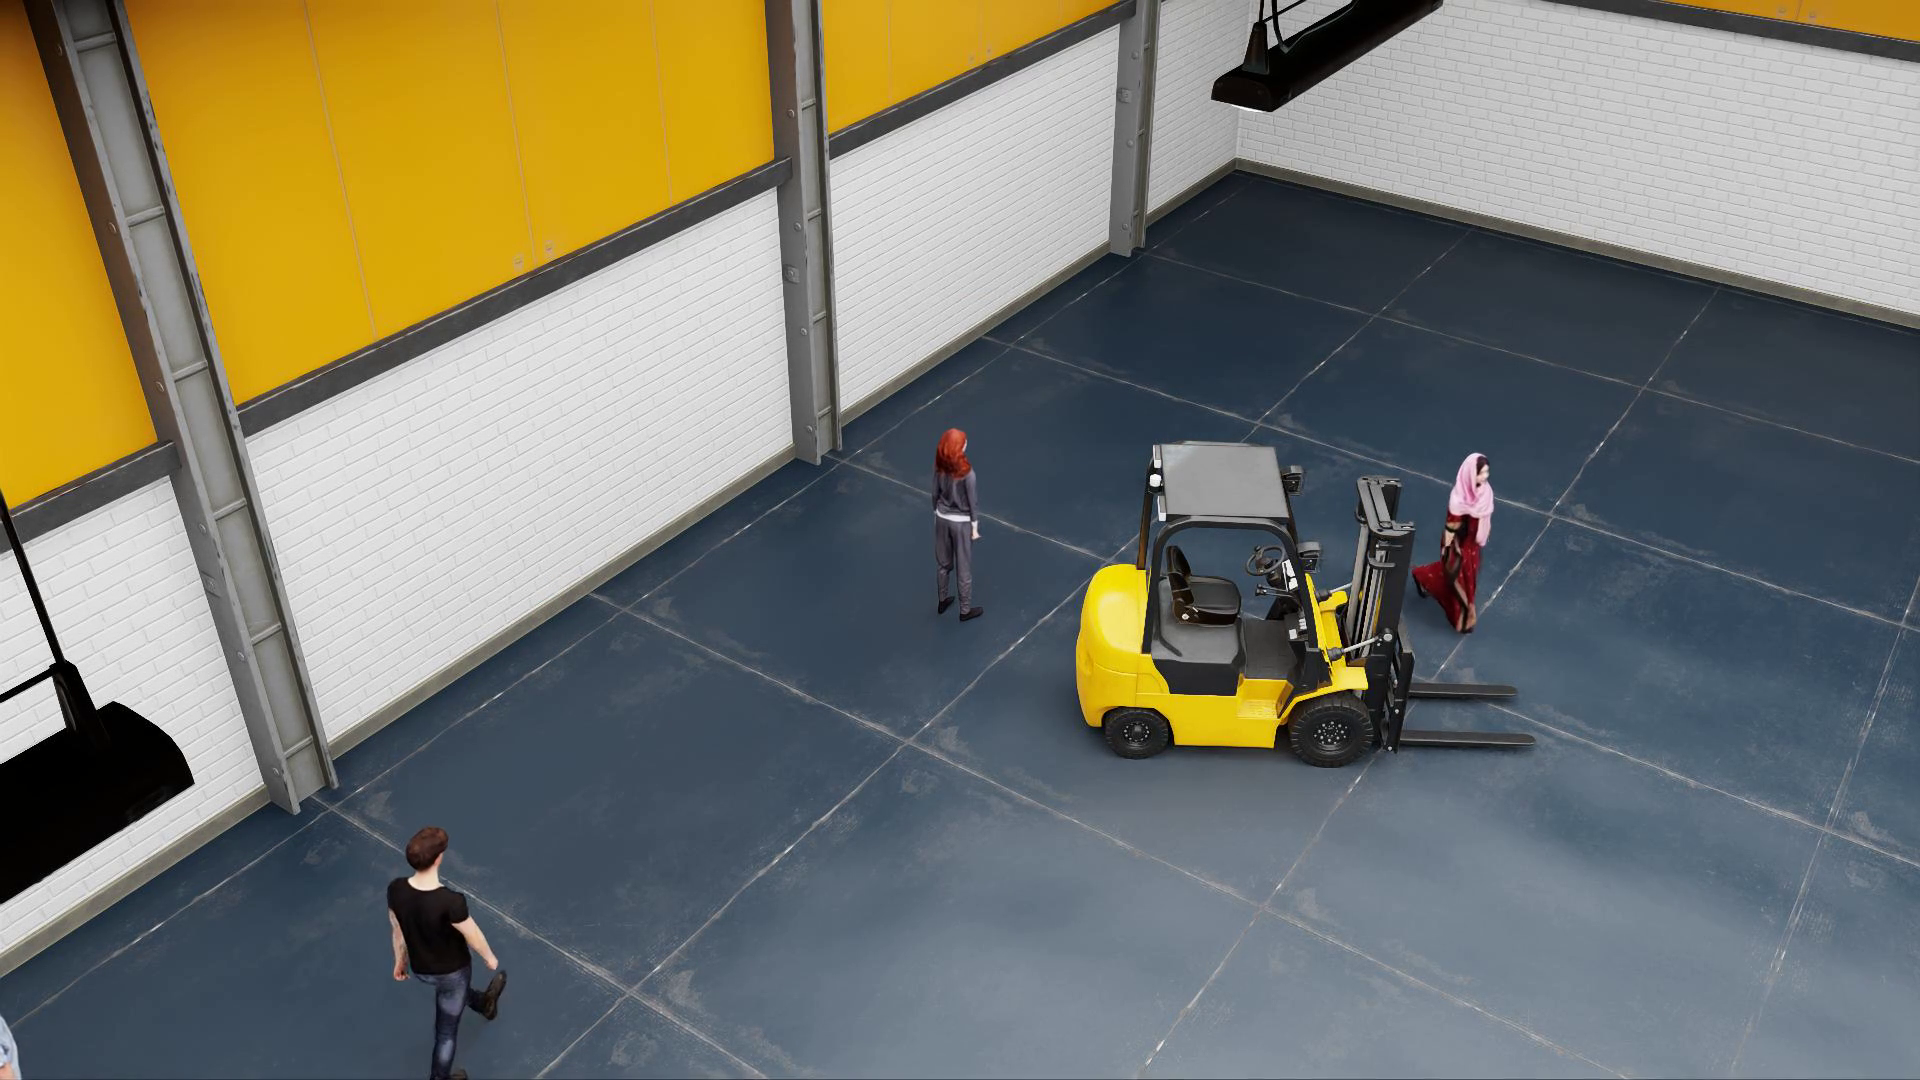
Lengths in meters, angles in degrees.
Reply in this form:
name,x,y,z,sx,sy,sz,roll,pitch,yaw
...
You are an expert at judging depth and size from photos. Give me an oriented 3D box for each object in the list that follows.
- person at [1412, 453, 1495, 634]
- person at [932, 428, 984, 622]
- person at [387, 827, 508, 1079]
name,x,y,z,sx,sy,sz,roll,pitch,yaw
person,4.070,-0.032,13.640,0.921,1.620,0.829,-26,41,-33
person,-0.042,-0.132,13.648,0.578,1.779,0.493,23,40,30
person,-3.034,2.530,9.587,0.913,1.841,1.275,11,35,15
